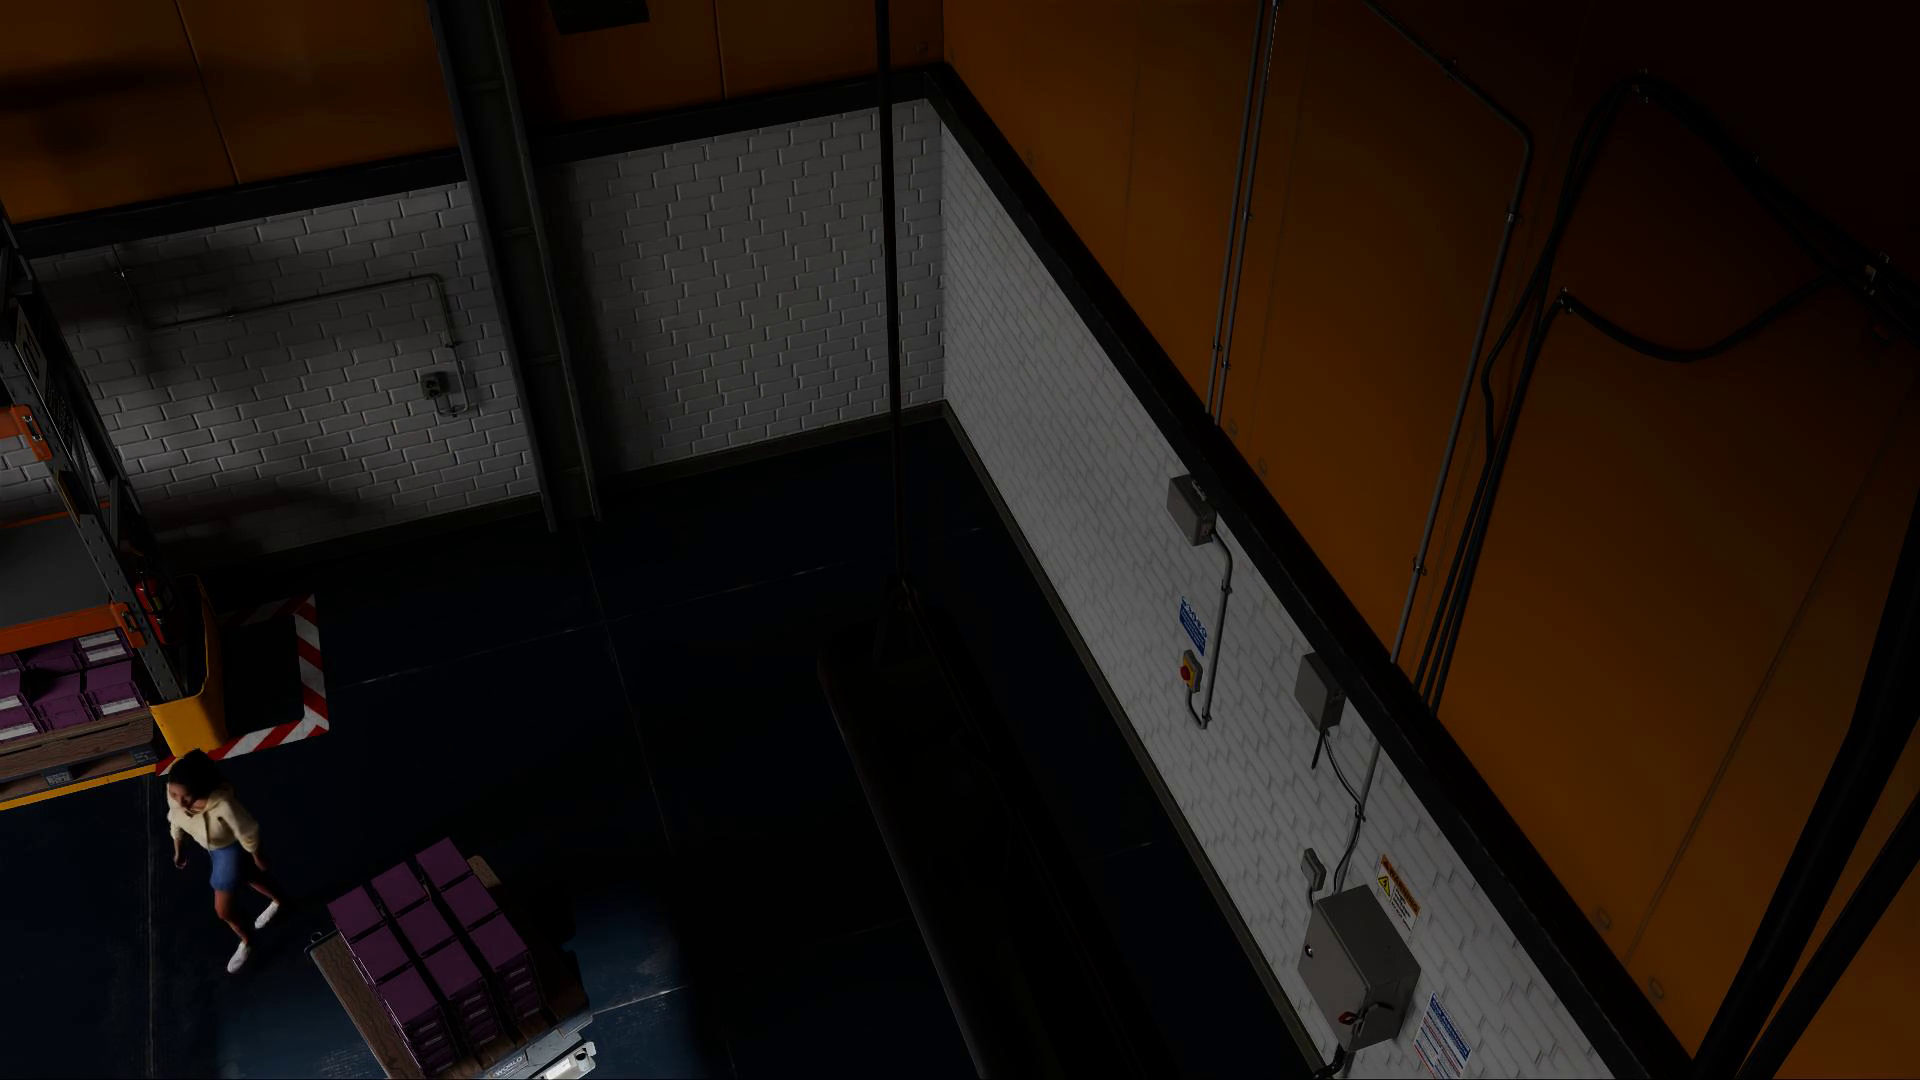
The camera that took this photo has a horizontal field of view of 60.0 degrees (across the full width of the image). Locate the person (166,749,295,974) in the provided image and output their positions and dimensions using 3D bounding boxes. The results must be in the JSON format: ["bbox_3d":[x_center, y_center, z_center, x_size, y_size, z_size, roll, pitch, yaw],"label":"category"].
[{"bbox_3d":[-3.996,1.661,9.239,0.872,1.608,0.939,27,50,26],"label":"person"}]
